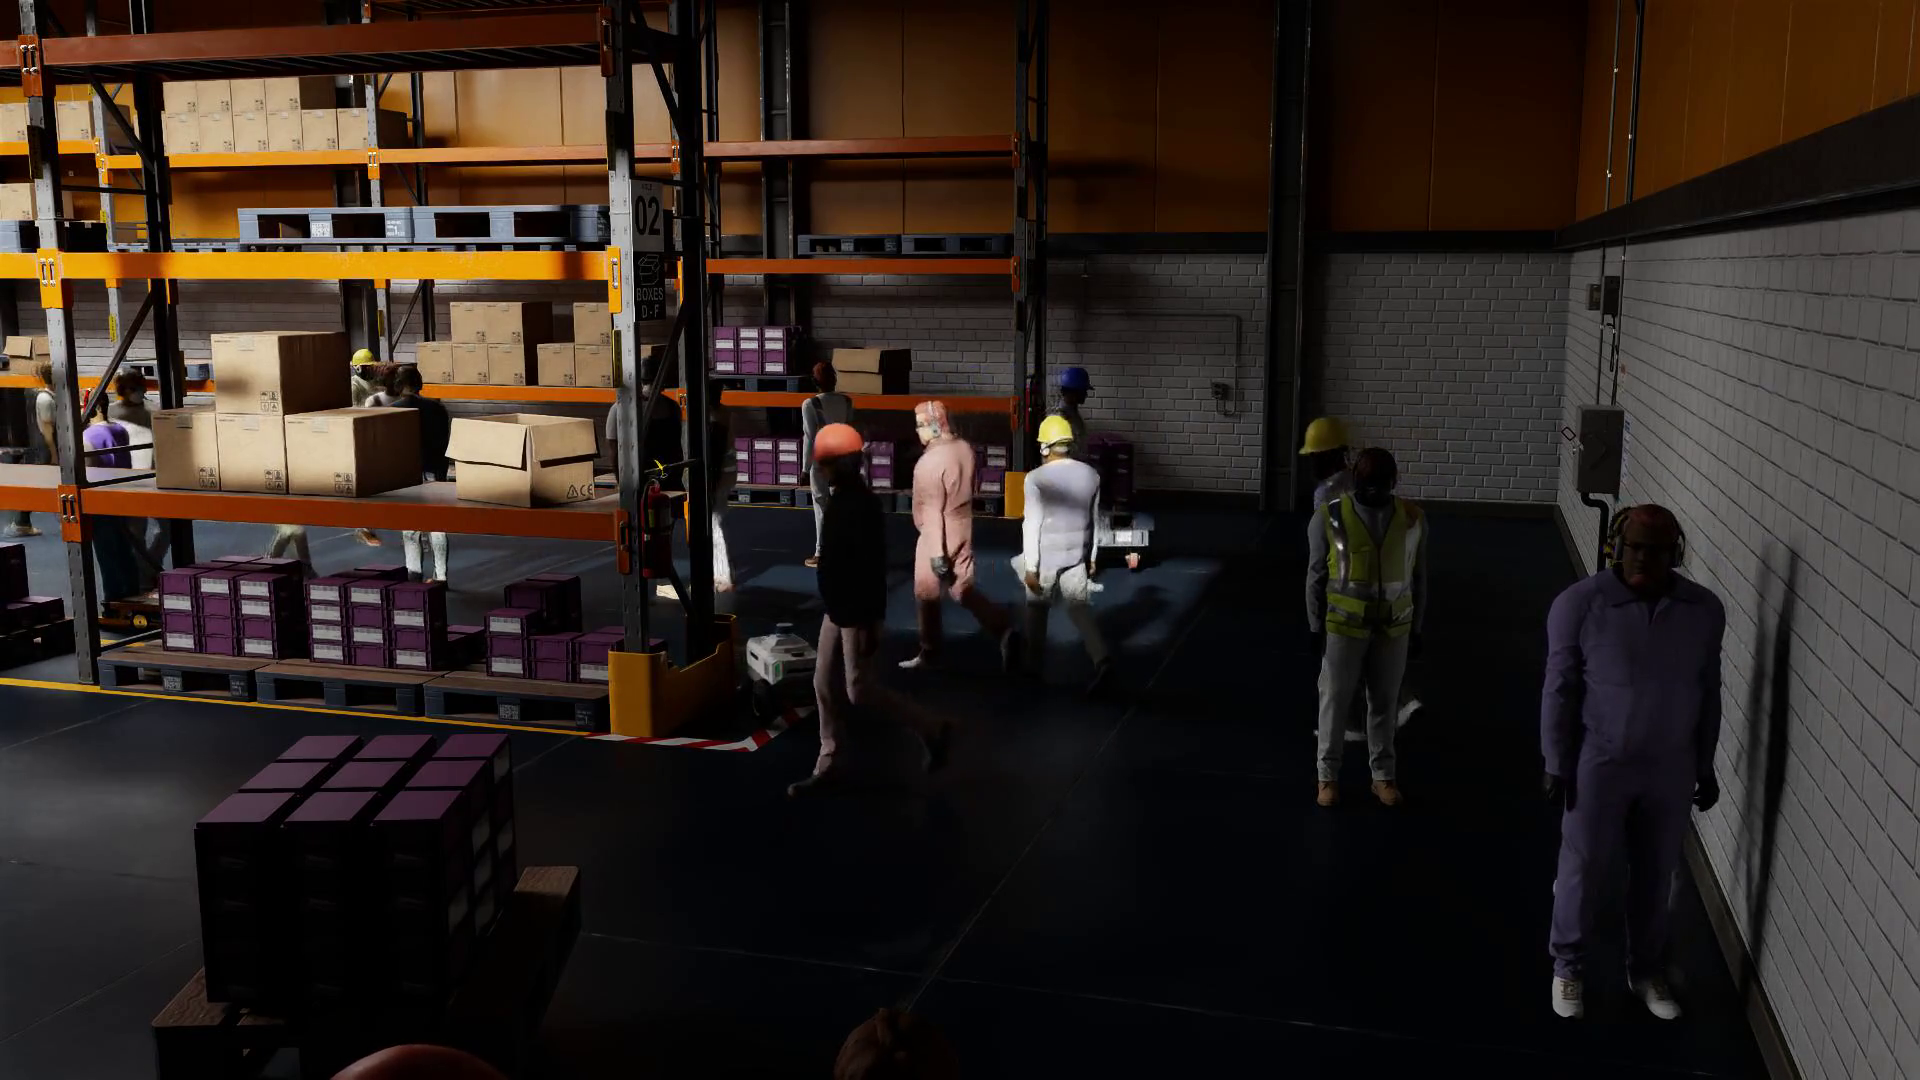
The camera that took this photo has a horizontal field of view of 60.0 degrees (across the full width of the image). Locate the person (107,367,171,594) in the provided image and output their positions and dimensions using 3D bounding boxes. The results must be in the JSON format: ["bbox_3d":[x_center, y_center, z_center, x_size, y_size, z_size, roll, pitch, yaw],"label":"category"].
[{"bbox_3d":[-6.739,-0.459,13.693,0.485,1.927,0.680,7,12,36],"label":"person"}]

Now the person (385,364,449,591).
[{"bbox_3d":[-4.553,-0.500,13.927,0.351,1.936,0.634,7,12,36],"label":"person"}]

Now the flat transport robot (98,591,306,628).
[{"bbox_3d":[-5.764,0.534,12.692,1.431,0.197,0.652,2,10,15],"label":"flat transport robot"}]

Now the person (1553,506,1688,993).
[{"bbox_3d":[2.653,0.778,6.543,0.524,1.812,1.007,0,9,0],"label":"person"}]

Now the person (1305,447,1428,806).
[{"bbox_3d":[2.074,0.443,8.474,0.627,1.843,0.429,0,9,-2],"label":"person"}]

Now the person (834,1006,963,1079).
[{"bbox_3d":[-0.095,1.508,2.609,0.500,1.633,0.286,-1,9,-4],"label":"person"}]

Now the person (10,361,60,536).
[{"bbox_3d":[-9.230,-0.925,16.931,0.972,1.804,0.518,-1,9,-8],"label":"person"}]

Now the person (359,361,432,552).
[{"bbox_3d":[-5.535,-0.819,16.163,0.974,1.846,0.574,7,12,37],"label":"person"}]

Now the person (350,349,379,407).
[{"bbox_3d":[-6.624,-1.214,18.595,0.404,1.832,0.600,0,9,3],"label":"person"}]

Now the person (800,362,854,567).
[{"bbox_3d":[-1.216,-0.685,15.218,0.584,1.881,0.339,-9,13,-43],"label":"person"}]

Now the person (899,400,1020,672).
[{"bbox_3d":[-0.030,-0.002,11.092,0.812,1.870,0.649,5,11,28],"label":"person"}]

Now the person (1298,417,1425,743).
[{"bbox_3d":[2.260,0.249,9.507,0.696,1.893,0.613,7,12,37],"label":"person"}]

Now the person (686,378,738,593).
[{"bbox_3d":[-2.099,-0.451,14.077,0.430,1.824,0.670,-1,9,-5],"label":"person"}]

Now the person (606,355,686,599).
[{"bbox_3d":[-2.501,-0.497,13.595,0.683,2.000,0.536,-9,13,-43],"label":"person"}]

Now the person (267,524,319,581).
[{"bbox_3d":[-5.651,-0.447,14.005,0.988,1.820,0.533,7,12,36],"label":"person"}]

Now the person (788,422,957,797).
[{"bbox_3d":[-0.474,0.364,8.632,0.815,1.956,0.625,-4,10,-23],"label":"person"}]

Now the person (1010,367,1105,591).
[{"bbox_3d":[0.842,-0.500,14.013,0.685,1.921,0.623,2,10,14],"label":"person"}]

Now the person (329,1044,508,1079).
[{"bbox_3d":[-0.530,1.469,1.740,0.612,1.997,0.375,5,10,27],"label":"person"}]

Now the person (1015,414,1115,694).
[{"bbox_3d":[0.681,0.096,10.735,0.604,1.801,0.830,-6,11,-30],"label":"person"}]

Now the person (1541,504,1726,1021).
[{"bbox_3d":[2.442,0.811,6.037,0.651,1.904,0.403,0,9,1],"label":"person"}]

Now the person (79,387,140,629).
[{"bbox_3d":[-6.478,-0.243,12.674,0.378,1.836,0.561,0,9,0],"label":"person"}]

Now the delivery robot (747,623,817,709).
[{"bbox_3d":[-1.071,0.751,10.218,0.477,0.478,0.707,-4,10,-21],"label":"delivery robot"}]
